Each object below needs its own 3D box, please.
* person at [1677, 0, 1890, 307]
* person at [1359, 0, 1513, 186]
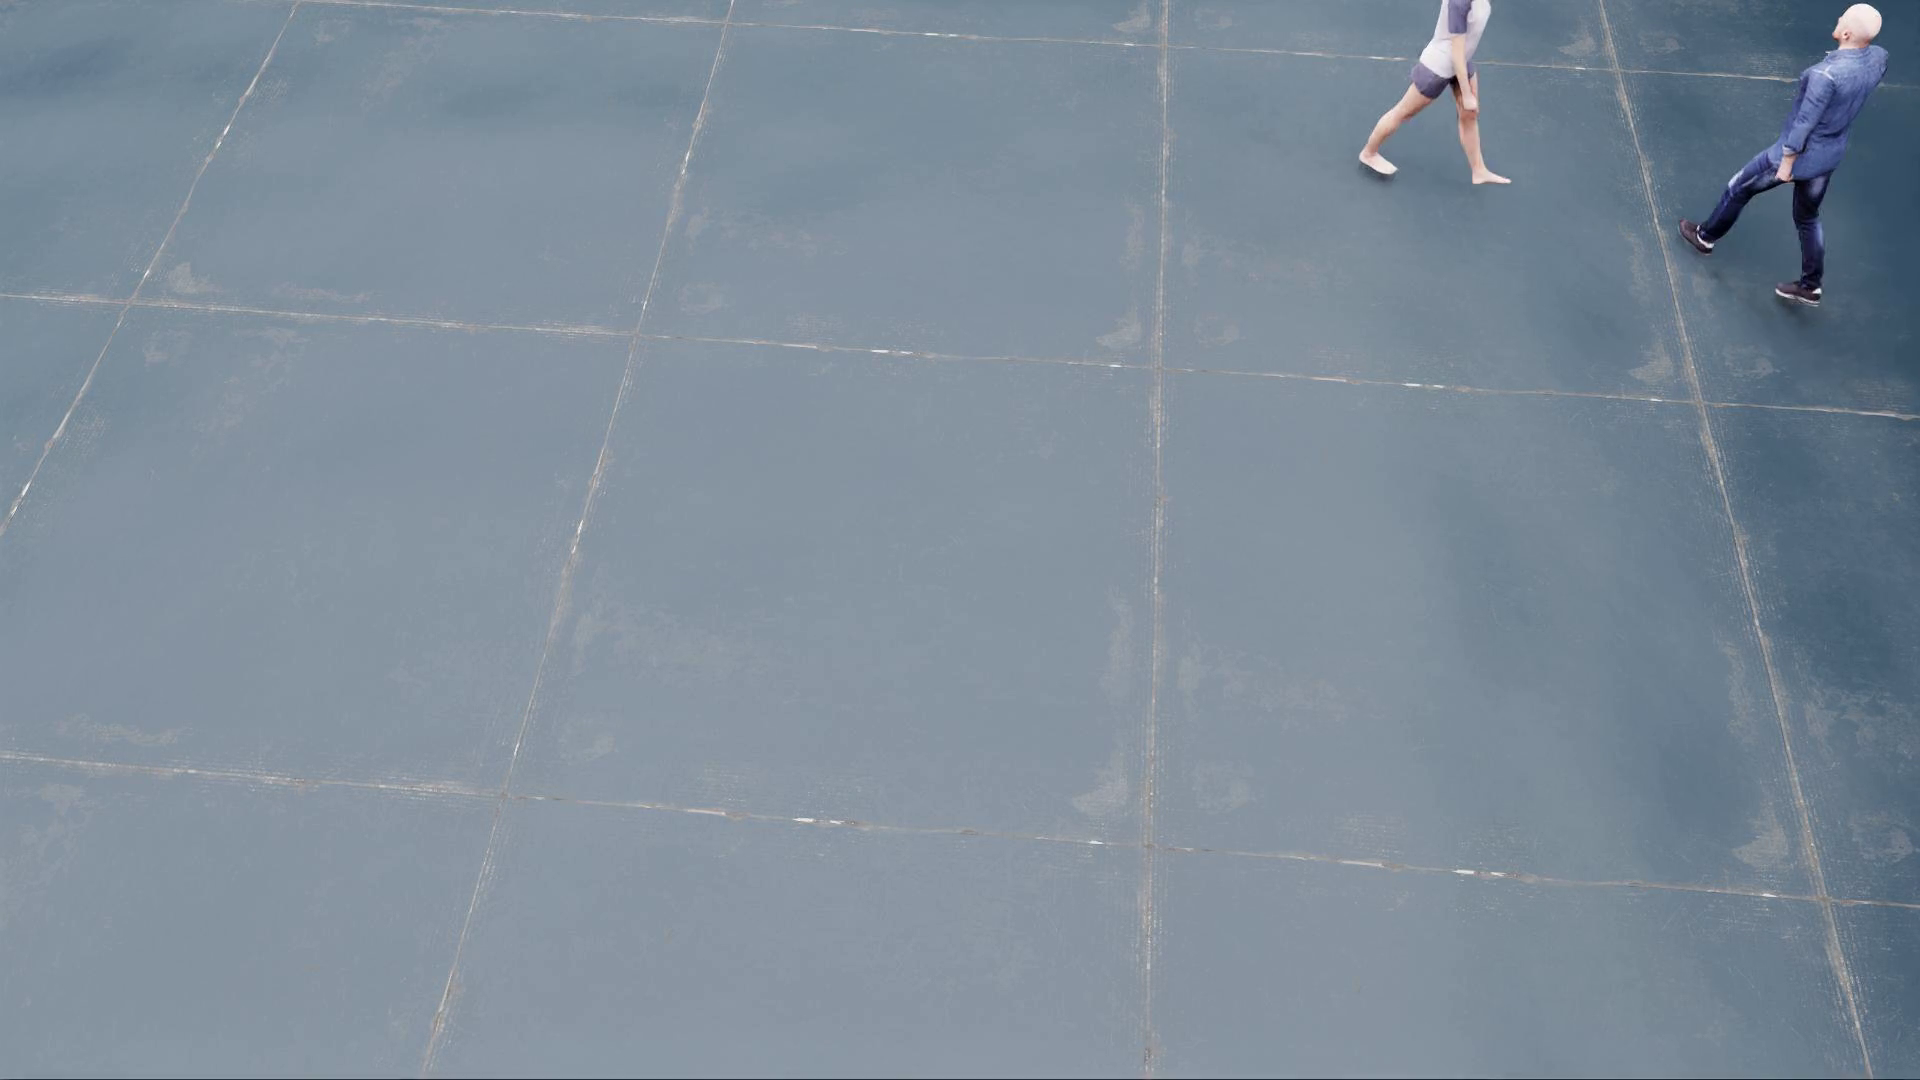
[{"bbox_3d":[4.672,-2.050,9.095,1.251,1.782,1.196,-23,56,-17],"label":"person"},{"bbox_3d":[2.730,-2.770,9.696,1.210,1.712,0.904,24,56,18],"label":"person"}]
